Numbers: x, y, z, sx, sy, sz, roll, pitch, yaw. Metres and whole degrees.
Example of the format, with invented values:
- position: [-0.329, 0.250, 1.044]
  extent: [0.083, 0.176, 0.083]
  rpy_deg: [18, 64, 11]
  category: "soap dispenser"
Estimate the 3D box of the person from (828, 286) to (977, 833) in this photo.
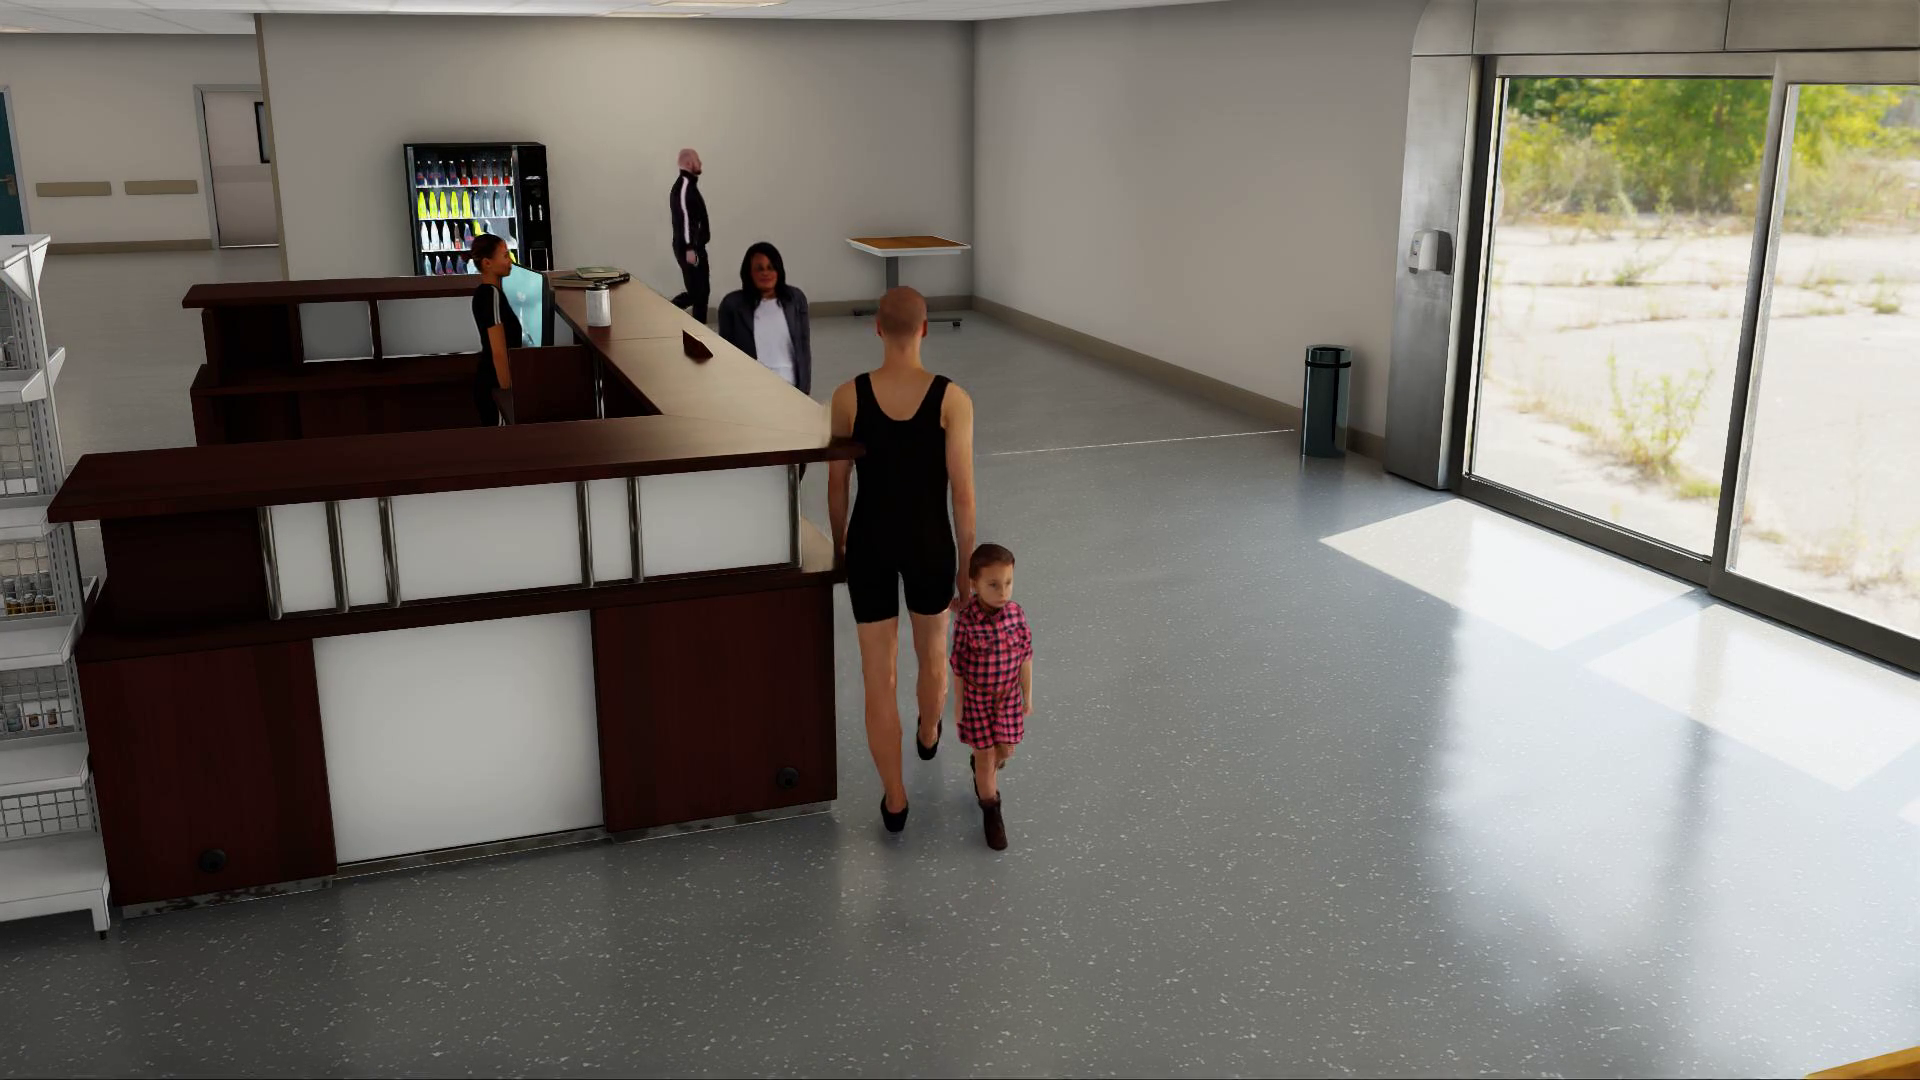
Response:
- position: [-0.208, 0.102, 5.518]
  extent: [1.087, 1.775, 0.960]
  rpy_deg: [0, 16, -1]
  category: "person"

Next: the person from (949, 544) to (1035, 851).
- position: [0.098, 0.486, 5.555]
  extent: [0.594, 1.015, 0.518]
  rpy_deg: [-4, 16, -14]
  category: "person"

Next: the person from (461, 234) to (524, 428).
- position: [-2.482, -0.805, 8.930]
  extent: [0.485, 1.669, 0.577]
  rpy_deg: [-6, 17, -19]
  category: "person"

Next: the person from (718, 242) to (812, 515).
- position: [-1.067, -0.854, 9.256]
  extent: [0.579, 1.586, 0.737]
  rpy_deg: [-5, 17, -18]
  category: "person"
